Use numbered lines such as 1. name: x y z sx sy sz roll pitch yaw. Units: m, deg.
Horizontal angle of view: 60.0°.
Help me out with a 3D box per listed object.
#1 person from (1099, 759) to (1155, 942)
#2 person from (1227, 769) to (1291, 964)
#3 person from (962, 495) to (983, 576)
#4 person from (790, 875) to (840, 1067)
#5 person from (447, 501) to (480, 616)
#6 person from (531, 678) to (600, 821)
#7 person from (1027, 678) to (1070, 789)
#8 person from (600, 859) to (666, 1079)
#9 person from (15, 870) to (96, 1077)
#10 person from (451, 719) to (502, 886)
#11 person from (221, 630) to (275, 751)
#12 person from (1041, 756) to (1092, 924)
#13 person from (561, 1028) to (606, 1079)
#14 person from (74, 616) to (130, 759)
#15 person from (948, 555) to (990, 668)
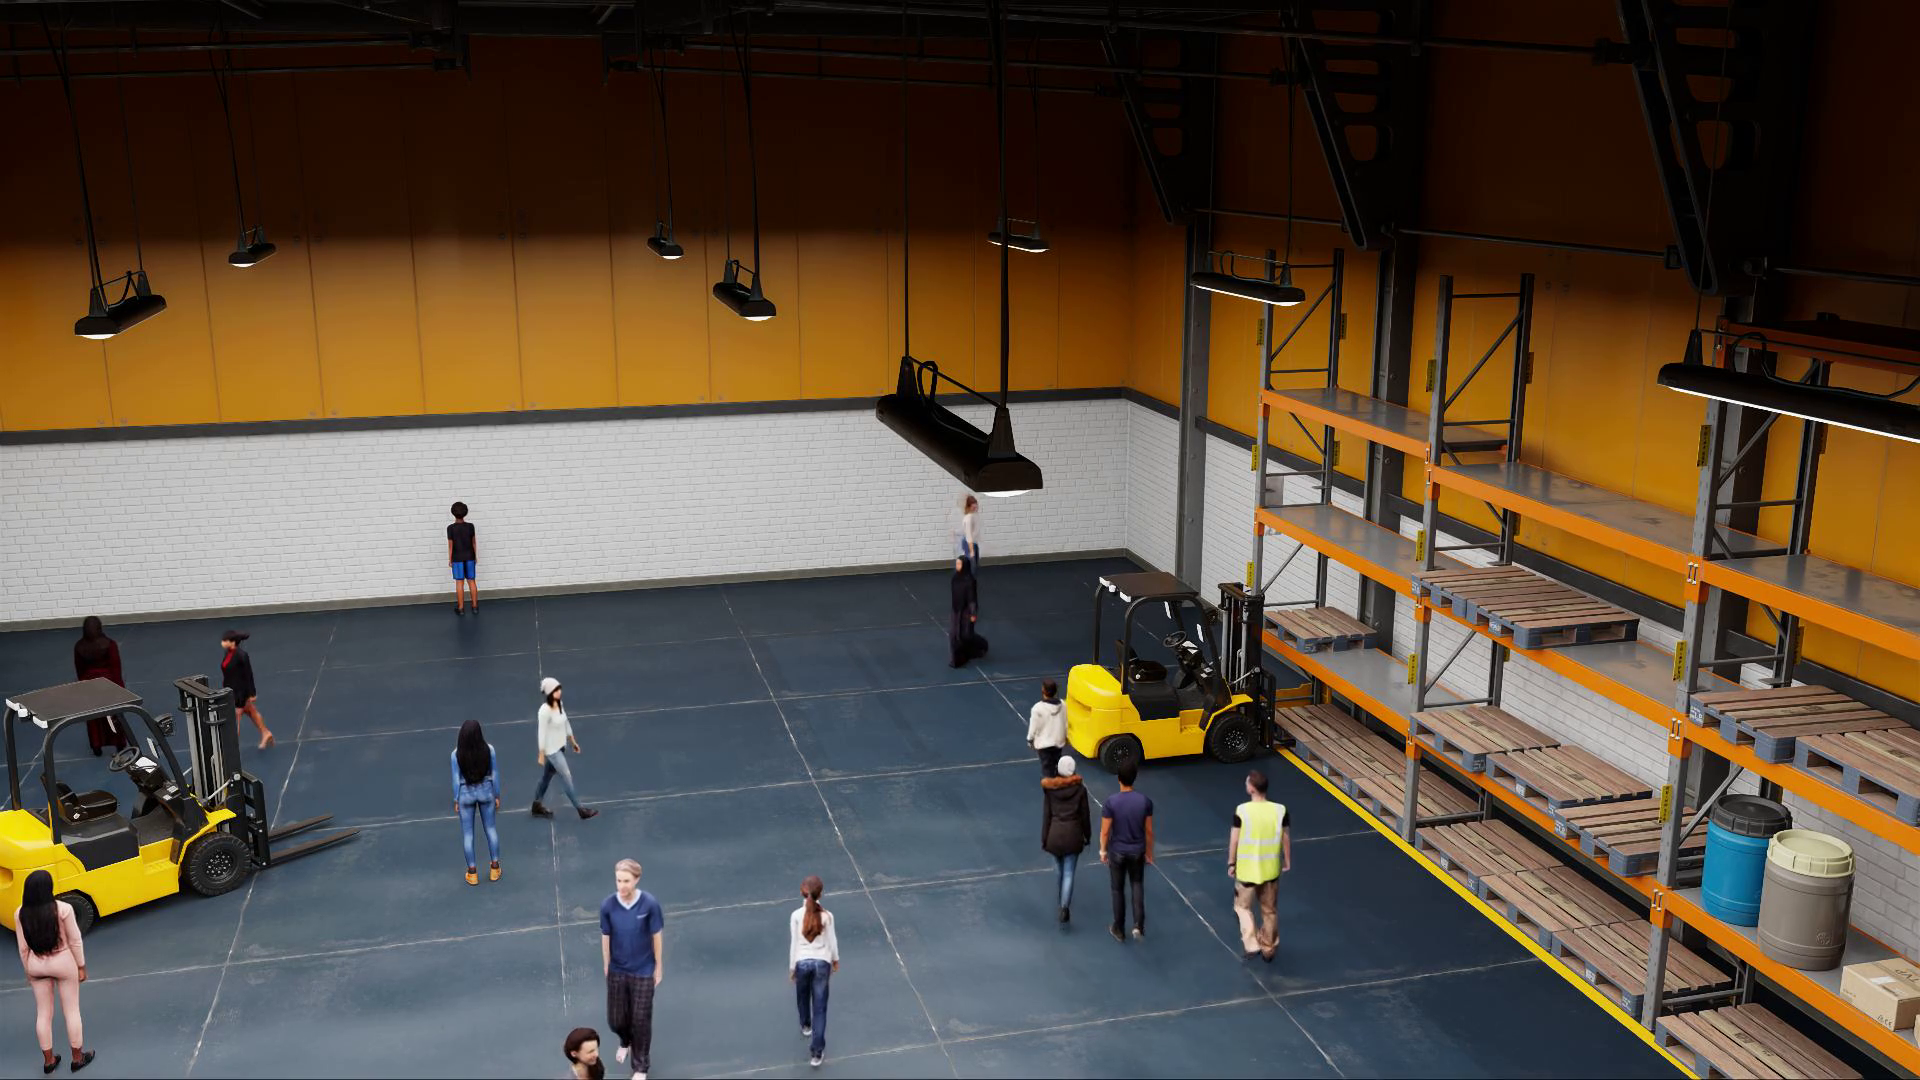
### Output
1. person: 1.555 2.905 15.330 0.722 1.780 0.836 -2 14 -7
2. person: 2.677 2.971 14.941 0.786 1.834 0.753 -1 14 -4
3. person: 0.142 0.104 27.058 0.927 1.705 0.784 0 14 1
4. person: -1.201 3.497 13.431 0.720 1.523 1.012 0 14 1
5. person: -7.811 0.275 26.151 0.661 1.799 0.668 -8 16 -30
6. person: -4.509 2.299 18.223 0.972 1.596 1.099 3 14 12
7. person: 1.038 2.282 18.622 0.650 1.441 0.764 -5 15 -21
8. person: -2.578 3.376 13.215 0.748 1.860 0.779 0 14 0
9. person: -7.239 3.433 13.272 0.641 1.722 0.574 -2 14 -7
10. person: -4.847 2.612 16.684 0.625 1.713 0.555 -6 15 -22
11. person: -8.602 1.864 20.039 1.045 1.587 1.009 11 18 39
12. person: 0.997 2.872 15.842 0.912 1.602 1.139 2 14 10
13. person: -2.554 3.992 10.888 0.840 1.758 0.766 4 14 15
14. person: -10.371 1.768 20.076 0.682 1.756 0.628 -2 14 -9
15. person: 0.094 0.997 23.589 0.949 1.600 0.937 13 19 43
